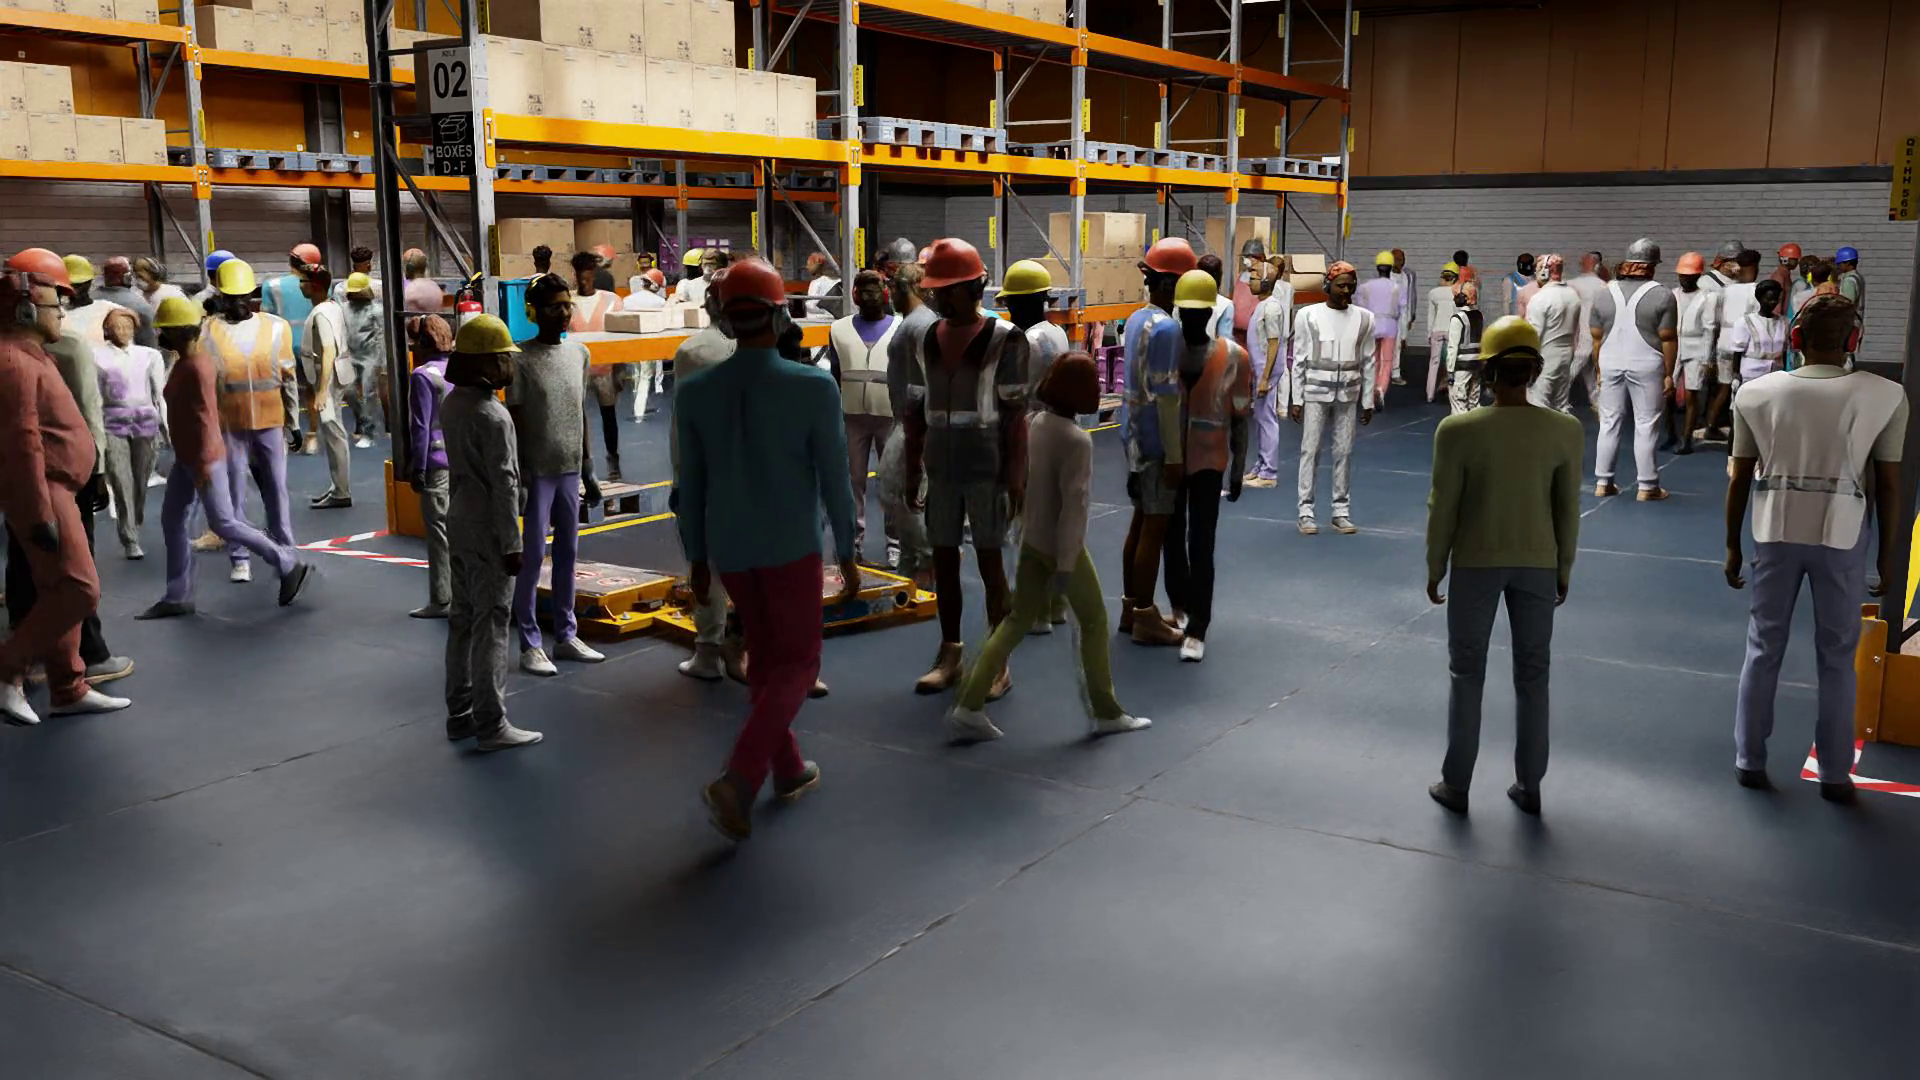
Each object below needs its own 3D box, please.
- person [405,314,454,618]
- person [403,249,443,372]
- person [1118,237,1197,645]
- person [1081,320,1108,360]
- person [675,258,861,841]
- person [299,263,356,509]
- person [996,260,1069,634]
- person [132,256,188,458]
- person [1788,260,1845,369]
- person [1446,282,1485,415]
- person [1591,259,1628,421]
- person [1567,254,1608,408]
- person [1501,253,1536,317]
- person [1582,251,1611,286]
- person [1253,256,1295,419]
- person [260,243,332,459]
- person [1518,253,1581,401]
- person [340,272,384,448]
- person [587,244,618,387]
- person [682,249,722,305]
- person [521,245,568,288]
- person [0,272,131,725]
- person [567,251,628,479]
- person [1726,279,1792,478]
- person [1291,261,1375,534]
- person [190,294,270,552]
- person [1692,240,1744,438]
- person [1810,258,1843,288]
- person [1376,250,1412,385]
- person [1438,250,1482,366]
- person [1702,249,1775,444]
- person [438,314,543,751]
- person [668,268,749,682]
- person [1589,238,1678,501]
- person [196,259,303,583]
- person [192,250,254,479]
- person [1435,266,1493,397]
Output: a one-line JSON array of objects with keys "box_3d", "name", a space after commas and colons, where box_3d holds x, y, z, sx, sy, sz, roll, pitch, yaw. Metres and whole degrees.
[{"box_3d": [-2.794, -0.398, 8.978, 0.314, 1.632, 0.524, 2, 10, 10], "name": "person"}, {"box_3d": [-5.088, -1.757, 15.676, 0.379, 1.943, 0.636, 2, 10, 10], "name": "person"}, {"box_3d": [1.014, -0.490, 8.373, 0.406, 2.035, 0.611, -2, 10, -9], "name": "person"}, {"box_3d": [1.974, -3.360, 24.412, 0.407, 1.986, 0.616, -9, 14, -41], "name": "person"}, {"box_3d": [-0.679, 0.030, 5.693, 0.633, 1.967, 0.889, 4, 11, 20], "name": "person"}, {"box_3d": [-4.785, -1.161, 12.600, 0.389, 1.847, 0.563, -3, 11, -16], "name": "person"}, {"box_3d": [0.373, -0.472, 8.587, 0.397, 1.920, 0.587, 4, 11, 20], "name": "person"}, {"box_3d": [-6.907, -1.490, 14.335, 0.643, 1.872, 0.973, 5, 11, 26], "name": "person"}, {"box_3d": [8.780, -1.945, 17.030, 0.526, 1.832, 0.704, 4, 11, 21], "name": "person"}, {"box_3d": [4.708, -1.581, 15.533, 0.514, 1.634, 0.313, -9, 14, -42], "name": "person"}, {"box_3d": [7.276, -2.191, 18.408, 0.432, 1.813, 0.633, 5, 11, 24], "name": "person"}, {"box_3d": [7.567, -2.516, 20.118, 1.004, 1.867, 0.632, -3, 11, -18], "name": "person"}, {"box_3d": [7.685, -2.986, 22.730, 0.627, 1.844, 0.429, -4, 11, -22], "name": "person"}, {"box_3d": [10.203, -3.737, 26.886, 0.636, 1.842, 0.429, -6, 12, -32], "name": "person"}, {"box_3d": [3.534, -2.264, 18.714, 0.519, 1.844, 0.331, -9, 13, -40], "name": "person"}, {"box_3d": [-6.190, -1.768, 15.555, 0.652, 1.987, 0.637, -4, 11, -21], "name": "person"}, {"box_3d": [6.062, -2.008, 17.188, 0.651, 1.893, 0.475, 6, 12, 31], "name": "person"}, {"box_3d": [-5.845, -1.746, 16.203, 0.553, 1.703, 0.404, 3, 11, 16], "name": "person"}, {"box_3d": [-4.832, -2.966, 22.296, 0.647, 1.959, 0.566, 9, 14, 41], "name": "person"}, {"box_3d": [-2.504, -1.966, 16.854, 0.635, 1.932, 0.363, 1, 10, 8], "name": "person"}, {"box_3d": [-4.702, -2.343, 18.818, 0.617, 1.964, 0.361, 0, 10, -2], "name": "person"}, {"box_3d": [-3.819, -0.158, 6.908, 0.471, 1.892, 0.656, -5, 11, -26], "name": "person"}, {"box_3d": [-3.108, -1.453, 13.988, 0.639, 1.936, 0.483, -2, 10, -13], "name": "person"}, {"box_3d": [6.784, -1.359, 14.111, 0.540, 1.697, 0.317, -2, 10, -9], "name": "person"}, {"box_3d": [2.574, -0.975, 11.488, 0.582, 1.879, 0.357, -1, 10, -4], "name": "person"}, {"box_3d": [-4.723, -0.735, 10.705, 0.550, 1.663, 0.734, 5, 12, 28], "name": "person"}, {"box_3d": [7.797, -2.047, 16.973, 0.681, 2.000, 0.535, -5, 12, -27], "name": "person"}, {"box_3d": [10.953, -2.650, 21.000, 0.556, 1.784, 0.952, 4, 11, 20], "name": "person"}, {"box_3d": [6.061, -3.098, 23.238, 0.575, 1.882, 0.355, -4, 11, -21], "name": "person"}, {"box_3d": [6.608, -2.887, 22.055, 0.606, 1.892, 0.572, 1, 10, 4], "name": "person"}, {"box_3d": [7.675, -1.876, 16.317, 0.415, 1.943, 0.681, -5, 11, -26], "name": "person"}, {"box_3d": [-1.880, -0.026, 6.632, 0.317, 1.736, 0.486, -9, 14, -40], "name": "person"}, {"box_3d": [-1.058, -0.304, 7.732, 0.656, 1.893, 0.399, -8, 13, -38], "name": "person"}, {"box_3d": [5.301, -1.335, 13.025, 0.538, 2.000, 0.683, -10, 14, -43], "name": "person"}, {"box_3d": [-4.226, -0.702, 9.877, 0.592, 1.915, 0.392, -7, 12, -33], "name": "person"}, {"box_3d": [-6.150, -1.439, 13.899, 0.416, 1.939, 0.610, 1, 10, 5], "name": "person"}, {"box_3d": [6.600, -2.686, 21.522, 0.864, 1.714, 0.543, -1, 10, -6], "name": "person"}]
